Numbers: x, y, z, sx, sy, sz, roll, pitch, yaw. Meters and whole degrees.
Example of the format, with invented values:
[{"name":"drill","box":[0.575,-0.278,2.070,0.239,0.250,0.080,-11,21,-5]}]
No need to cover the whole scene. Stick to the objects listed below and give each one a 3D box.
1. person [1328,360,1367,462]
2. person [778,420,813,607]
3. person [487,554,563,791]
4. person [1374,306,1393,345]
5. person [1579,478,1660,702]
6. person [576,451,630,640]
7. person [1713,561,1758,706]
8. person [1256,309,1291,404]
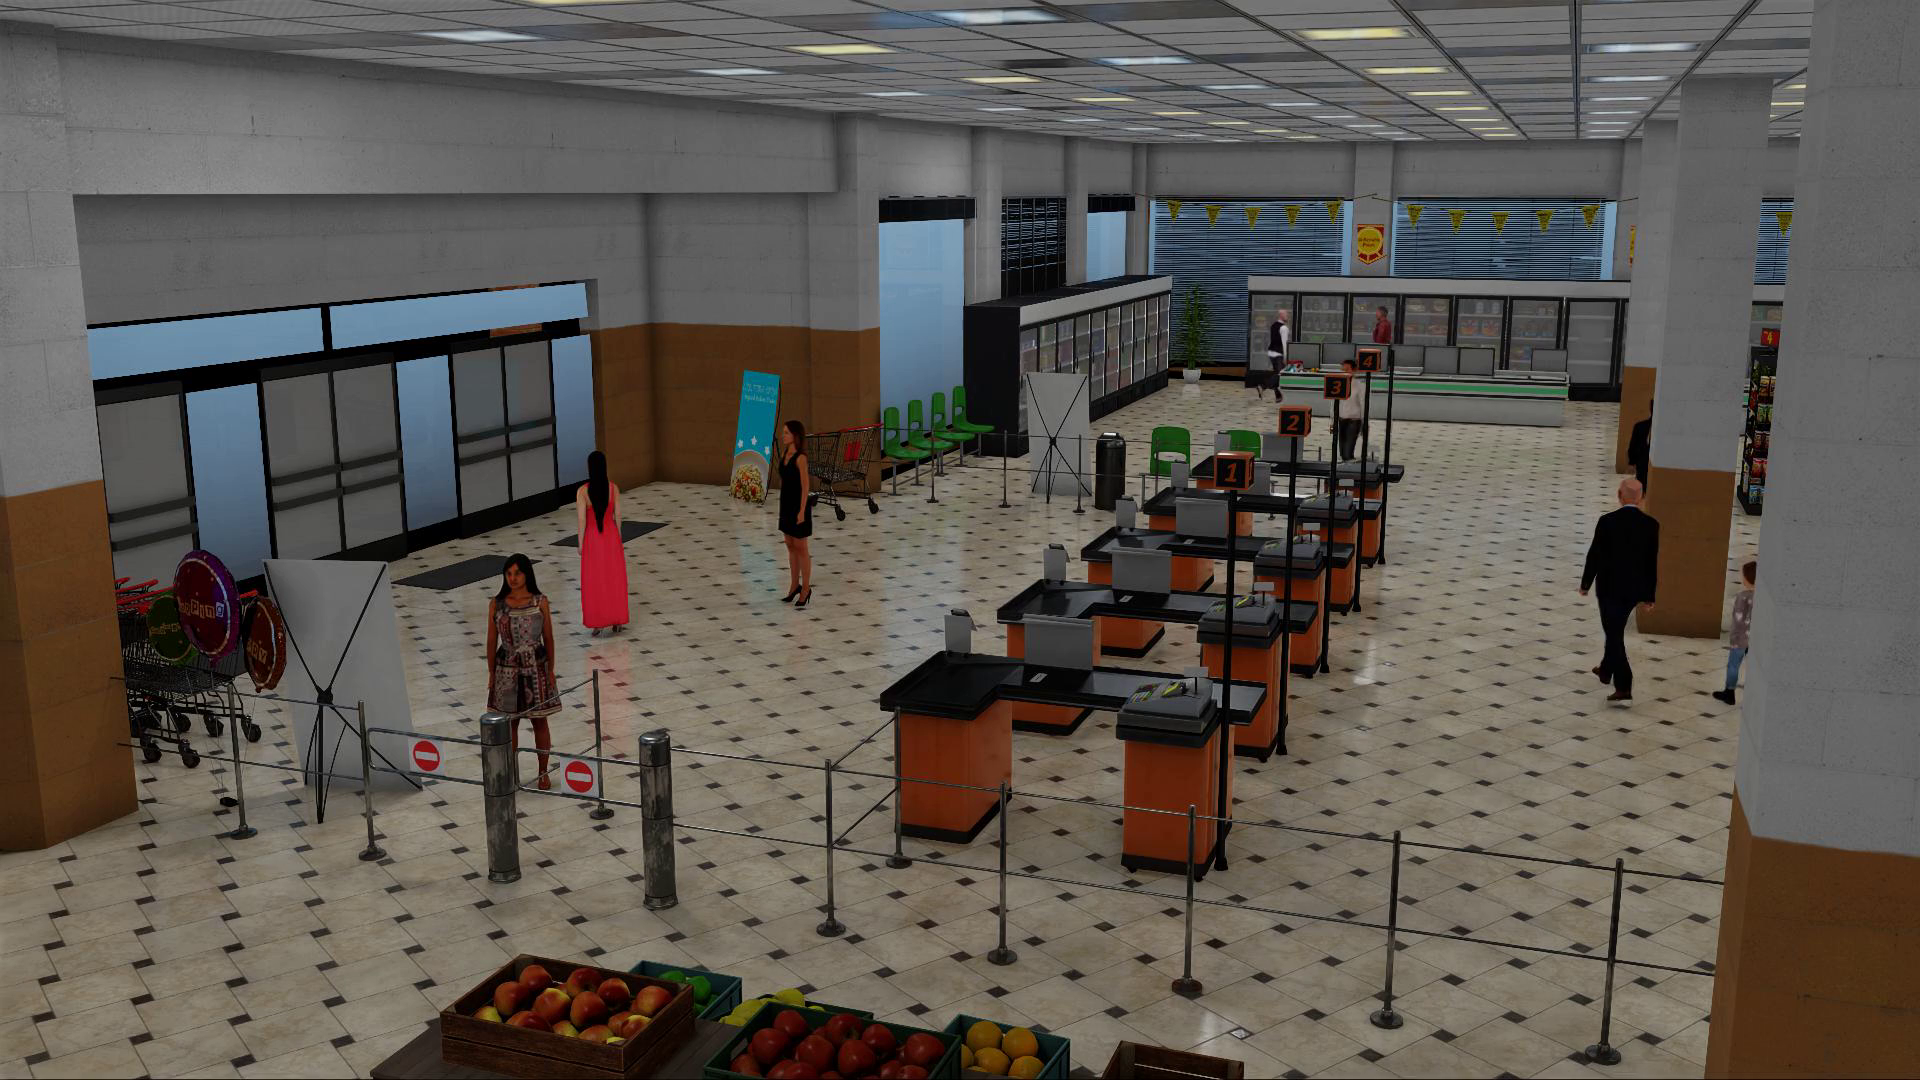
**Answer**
[{"name":"person","box":[5.303,-1.541,22.485,0.855,1.804,0.746,-11,16,-42]},{"name":"person","box":[-1.617,-0.262,16.340,0.731,1.834,0.638,-8,14,-34]},{"name":"person","box":[-2.969,0.893,11.314,0.640,1.644,0.784,-2,12,-7]},{"name":"person","box":[8.275,-3.628,32.364,0.928,1.817,0.795,7,14,31]},{"name":"person","box":[5.268,0.431,13.225,1.218,1.761,1.038,0,12,-2]},{"name":"person","box":[-3.273,0.037,15.177,0.716,1.727,0.757,-7,14,-32]},{"name":"person","box":[6.208,0.770,13.031,0.819,1.178,0.827,-4,12,-16]},{"name":"person","box":[5.994,-3.471,31.654,1.169,1.803,1.109,-6,13,-27]}]
